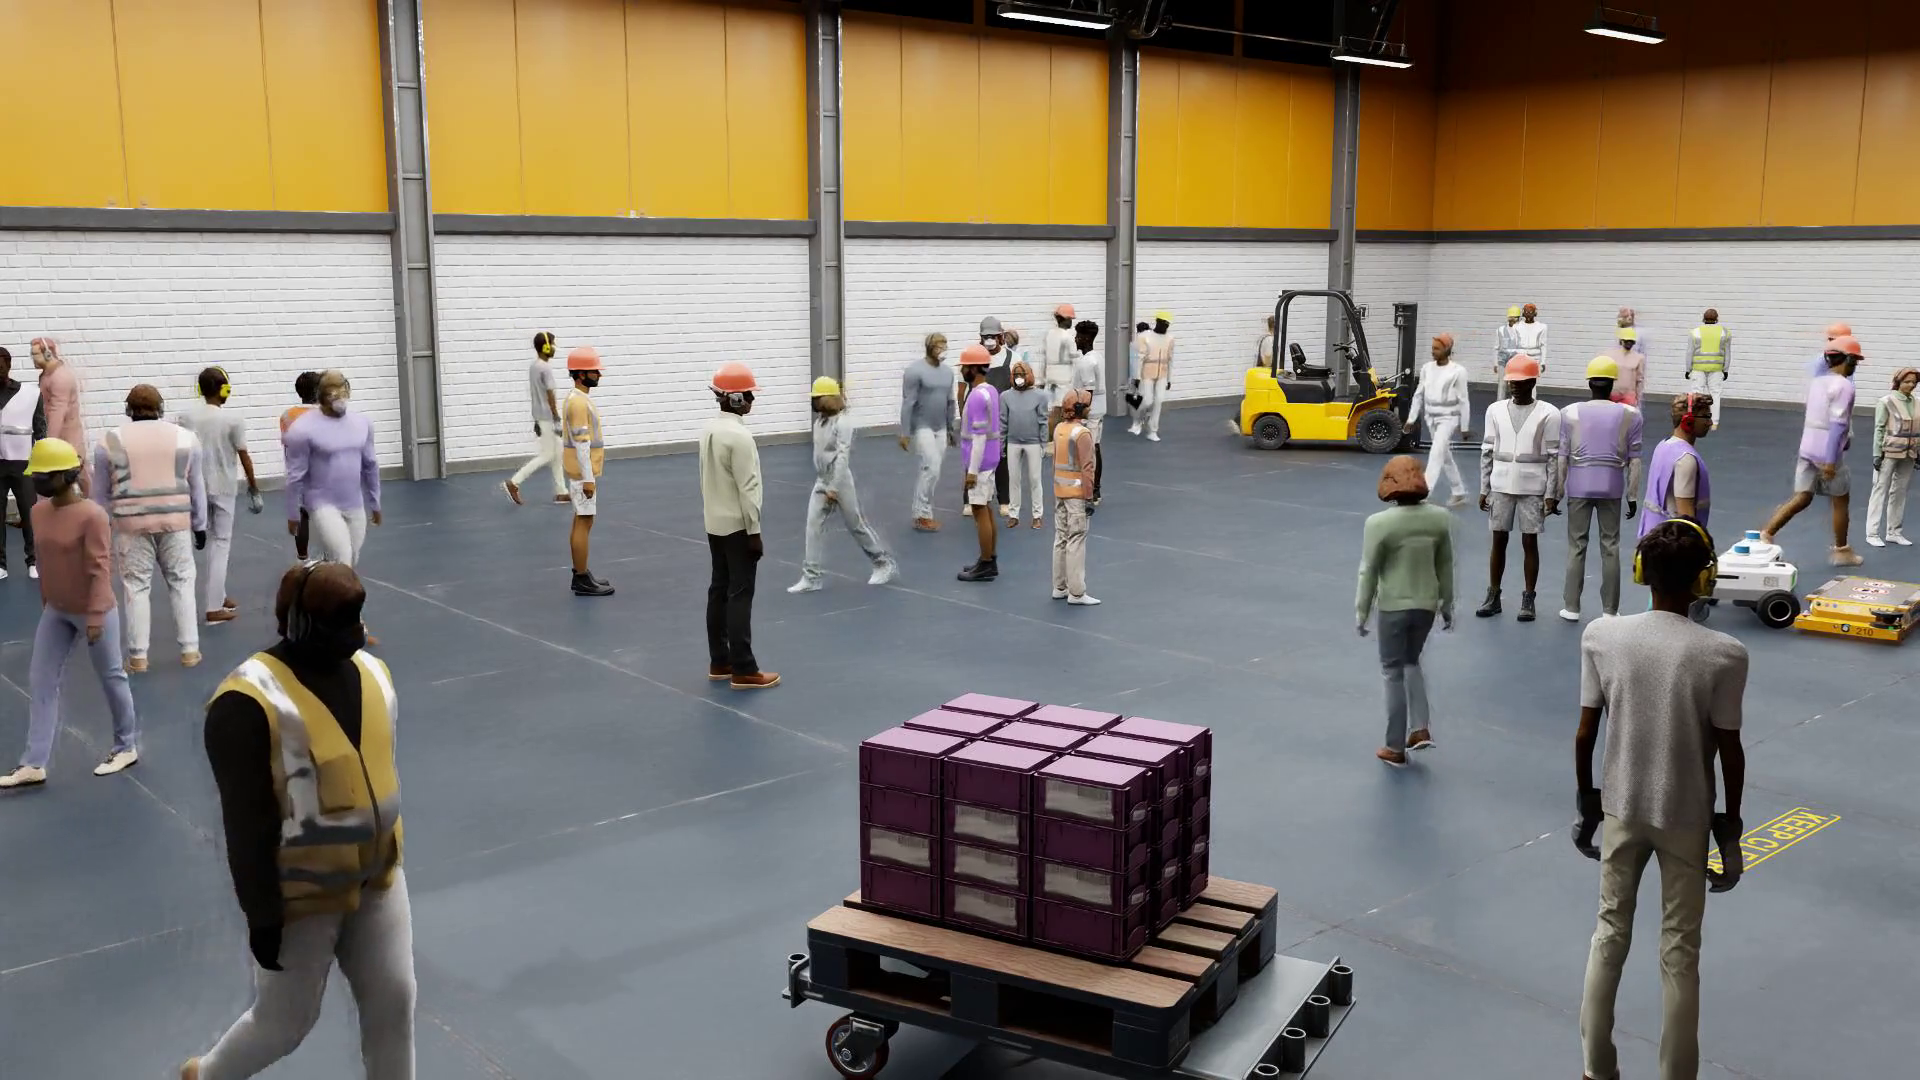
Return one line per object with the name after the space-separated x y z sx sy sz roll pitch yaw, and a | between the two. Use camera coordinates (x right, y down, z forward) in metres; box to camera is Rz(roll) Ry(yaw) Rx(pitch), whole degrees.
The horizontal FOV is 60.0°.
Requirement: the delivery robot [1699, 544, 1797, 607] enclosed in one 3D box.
5.632 0.272 12.016 0.707 0.478 0.477 3 10 16 | delivery robot

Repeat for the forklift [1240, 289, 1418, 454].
5.034 -2.339 22.783 2.313 2.155 1.214 3 10 16 | forklift

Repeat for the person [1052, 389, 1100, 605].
0.867 -0.326 12.622 0.306 1.639 0.523 -4 11 -23 | person

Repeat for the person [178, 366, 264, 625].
-5.353 -0.333 12.066 0.518 1.840 0.673 2 10 12 | person

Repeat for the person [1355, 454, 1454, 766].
2.298 0.362 8.635 0.534 1.615 0.344 -3 10 -17 | person

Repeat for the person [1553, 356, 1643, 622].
4.572 -0.359 11.980 0.593 1.922 0.383 3 10 15 | person

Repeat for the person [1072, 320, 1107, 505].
1.362 -1.350 17.662 0.373 1.966 0.605 3 10 17 | person

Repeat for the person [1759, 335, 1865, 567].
7.235 -0.737 14.068 0.982 1.986 0.654 -1 10 -6 | person

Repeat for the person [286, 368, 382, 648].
-4.324 -0.235 11.350 0.896 1.902 0.655 7 12 35 | person

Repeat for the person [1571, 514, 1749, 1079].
2.123 0.850 5.063 0.514 1.872 0.328 8 12 39 | person

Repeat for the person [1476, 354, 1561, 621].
4.035 -0.377 12.049 0.553 1.935 0.361 6 12 33 | person

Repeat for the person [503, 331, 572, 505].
-4.429 -1.277 17.581 0.808 1.847 0.525 -4 11 -24 | person

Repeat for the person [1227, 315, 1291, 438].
4.364 -2.358 24.078 0.882 1.805 0.560 0 10 2 | person

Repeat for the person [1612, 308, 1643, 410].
9.563 -2.428 24.196 0.757 1.880 0.681 0 10 2 | person

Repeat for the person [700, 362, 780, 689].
-1.375 -0.087 10.184 0.377 1.995 0.608 -7 12 -34 | person

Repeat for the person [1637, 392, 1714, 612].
4.222 0.046 9.835 0.379 1.844 0.570 2 10 10 | person

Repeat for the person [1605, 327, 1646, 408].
8.547 -1.888 21.478 0.531 1.732 0.823 3 10 16 | person

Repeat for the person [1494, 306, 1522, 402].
8.965 -2.879 27.004 0.591 1.833 0.404 4 11 24 | person

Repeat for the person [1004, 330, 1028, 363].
0.705 -2.102 23.090 0.526 1.619 0.590 6 11 31 | person

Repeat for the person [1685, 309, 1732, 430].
11.346 -2.586 25.263 0.634 1.841 0.429 3 10 15 | person

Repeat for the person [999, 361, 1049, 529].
0.612 -0.919 16.135 0.505 1.627 0.290 3 10 15 | person

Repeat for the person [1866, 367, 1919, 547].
8.519 -0.751 15.121 0.523 1.636 0.310 -3 10 -15 | person

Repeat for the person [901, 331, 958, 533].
-0.244 -1.020 15.854 0.624 1.918 0.658 8 13 41 | person

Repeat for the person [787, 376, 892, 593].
-0.944 -0.451 13.168 0.870 1.706 0.488 -9 13 -42 | person

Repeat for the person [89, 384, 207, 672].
-5.163 -0.077 10.609 0.667 1.834 0.429 -6 12 -33 | person

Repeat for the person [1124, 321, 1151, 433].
2.725 -2.429 24.813 0.434 1.671 0.531 -7 12 -37 | person

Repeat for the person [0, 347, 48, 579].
-7.746 -0.621 13.537 0.596 1.915 0.370 -4 10 -22 | person

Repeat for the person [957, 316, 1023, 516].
0.308 -1.250 16.859 0.674 2.000 0.537 0 10 1 | person

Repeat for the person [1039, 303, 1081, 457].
1.442 -2.118 22.042 0.960 2.002 0.644 -8 12 -39 | person

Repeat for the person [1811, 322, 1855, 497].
9.572 -1.442 18.322 0.549 1.924 0.503 -3 10 -16 | person

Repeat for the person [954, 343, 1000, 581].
0.132 -0.629 13.523 0.373 1.934 0.551 2 10 12 | person

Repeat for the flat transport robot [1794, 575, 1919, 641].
6.536 0.470 11.961 0.652 0.197 1.431 8 12 39 | flat transport robot

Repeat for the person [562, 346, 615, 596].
-2.912 -0.536 12.978 0.360 1.939 0.543 -3 10 -16 | person

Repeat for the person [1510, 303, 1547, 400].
9.143 -2.873 26.819 0.584 1.882 0.337 3 10 18 | person

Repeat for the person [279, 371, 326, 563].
-5.346 -0.547 13.763 0.532 1.692 0.320 3 10 16 | person

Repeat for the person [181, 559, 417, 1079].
-1.847 0.943 4.689 0.793 1.815 0.631 5 11 26 | person

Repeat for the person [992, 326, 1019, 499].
0.369 -1.406 18.161 0.638 1.910 0.407 -7 12 -35 | person

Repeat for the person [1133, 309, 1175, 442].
2.763 -2.362 23.780 0.625 1.894 0.553 -3 10 -20 | person

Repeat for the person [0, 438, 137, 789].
-4.459 0.373 8.223 0.545 1.733 0.813 4 10 20 | person

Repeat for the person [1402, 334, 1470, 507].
5.008 -1.219 17.304 0.972 1.839 0.580 -5 11 -26 | person

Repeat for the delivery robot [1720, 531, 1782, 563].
5.990 0.172 12.603 0.477 0.478 0.707 7 12 34 | delivery robot

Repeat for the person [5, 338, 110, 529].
-8.678 -0.986 15.841 1.009 1.849 0.658 -7 12 -37 | person
